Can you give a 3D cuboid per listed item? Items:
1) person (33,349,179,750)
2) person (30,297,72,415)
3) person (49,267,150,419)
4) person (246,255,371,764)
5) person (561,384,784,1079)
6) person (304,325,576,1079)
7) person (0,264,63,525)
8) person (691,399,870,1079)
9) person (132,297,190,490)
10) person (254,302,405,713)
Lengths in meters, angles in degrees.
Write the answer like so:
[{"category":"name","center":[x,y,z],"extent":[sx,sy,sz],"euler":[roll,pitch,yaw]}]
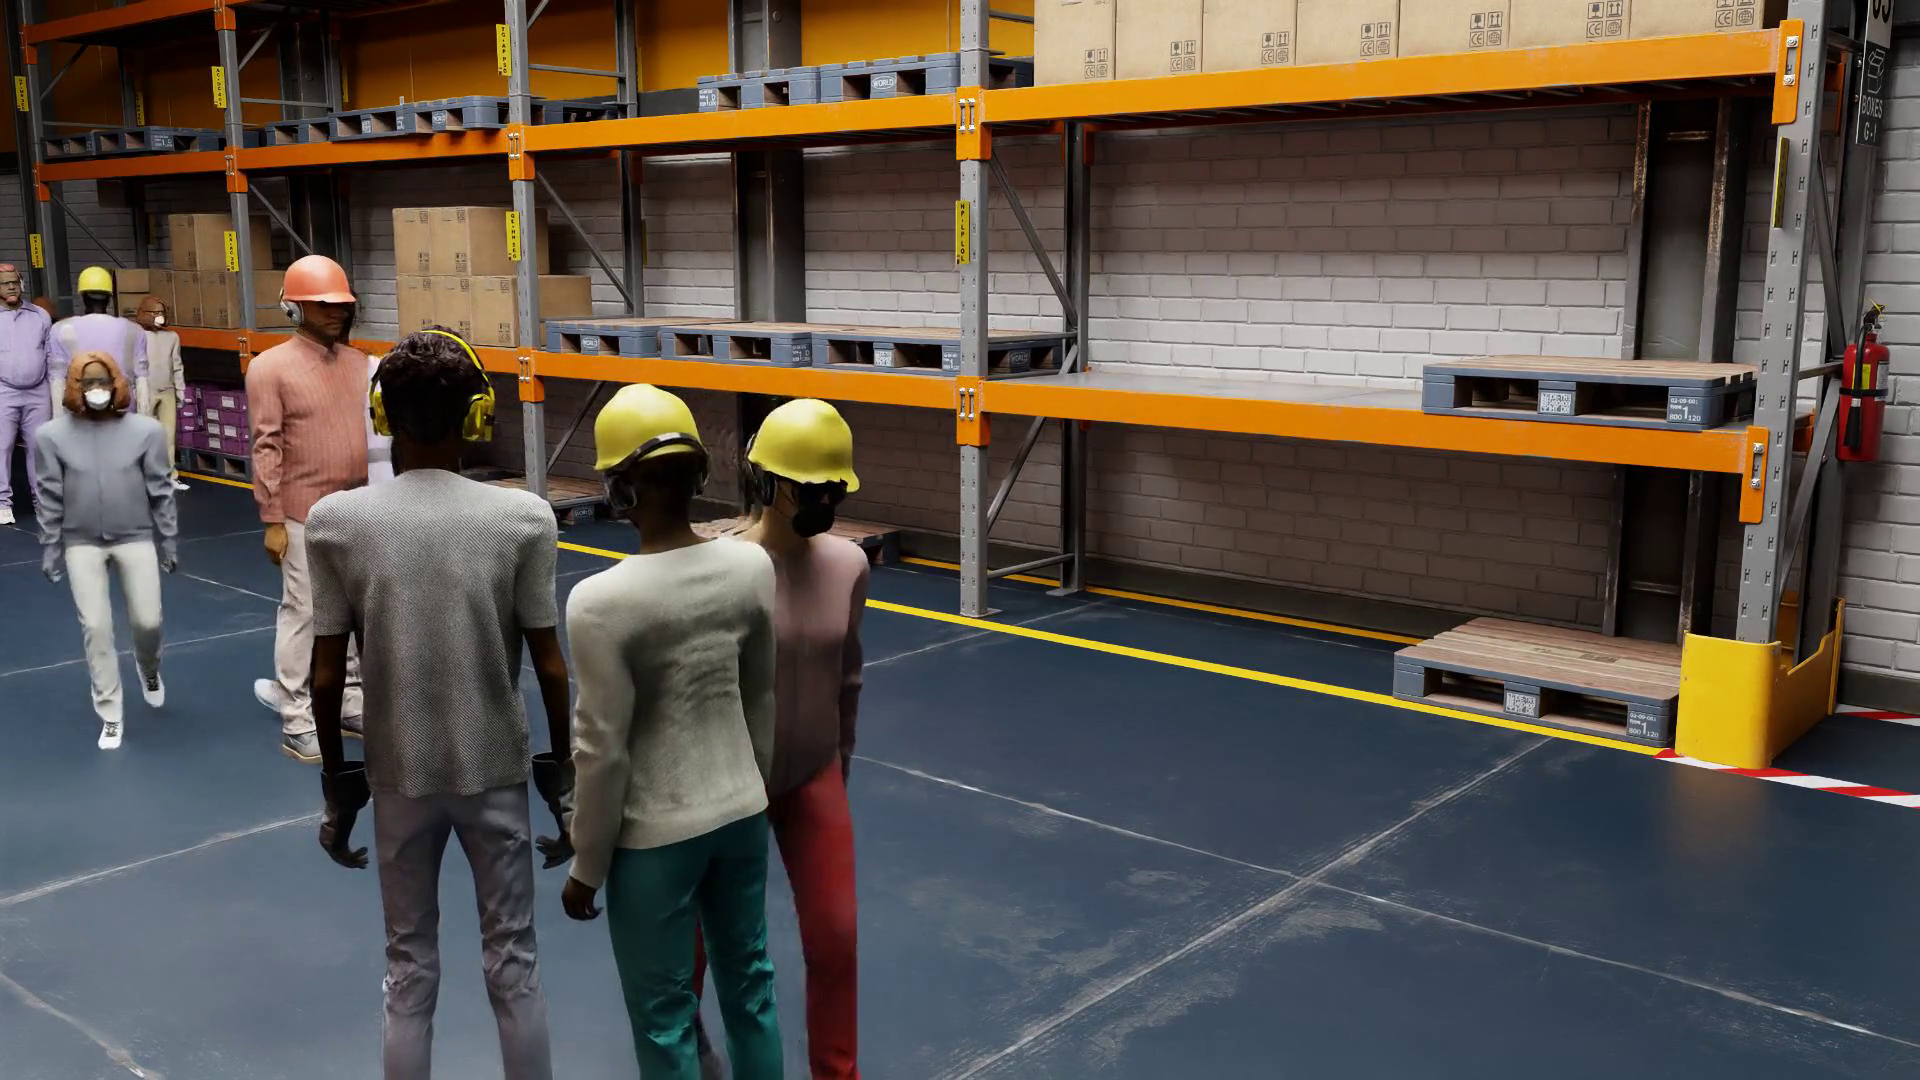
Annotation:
[{"category":"person","center":[-3.501,0.021,6.857],"extent":[0.513,1.625,0.509],"euler":[-4,11,-23]},{"category":"person","center":[-8.090,-1.359,14.814],"extent":[0.503,1.586,0.876],"euler":[-6,12,-32]},{"category":"person","center":[-5.692,-0.859,11.074],"extent":[0.608,1.899,0.785],"euler":[-8,13,-37]},{"category":"person","center":[-2.522,-0.126,6.627],"extent":[0.396,1.992,0.623],"euler":[4,11,23]},{"category":"person","center":[-0.576,0.572,3.327],"extent":[0.328,1.762,0.523],"euler":[8,13,37]},{"category":"person","center":[-1.043,0.502,3.411],"extent":[0.532,1.868,0.310],"euler":[-1,10,-8]},{"category":"person","center":[-6.963,-1.075,12.284],"extent":[0.409,1.907,0.651],"euler":[7,12,36]},{"category":"person","center":[-0.473,0.519,3.768],"extent":[0.537,1.717,0.876],"euler":[-7,12,-36]},{"category":"person","center":[-6.656,-1.193,13.772],"extent":[0.284,1.629,0.501],"euler":[6,12,32]},{"category":"person","center":[-2.608,-0.121,6.927],"extent":[0.954,1.871,0.624],"euler":[7,12,36]}]
